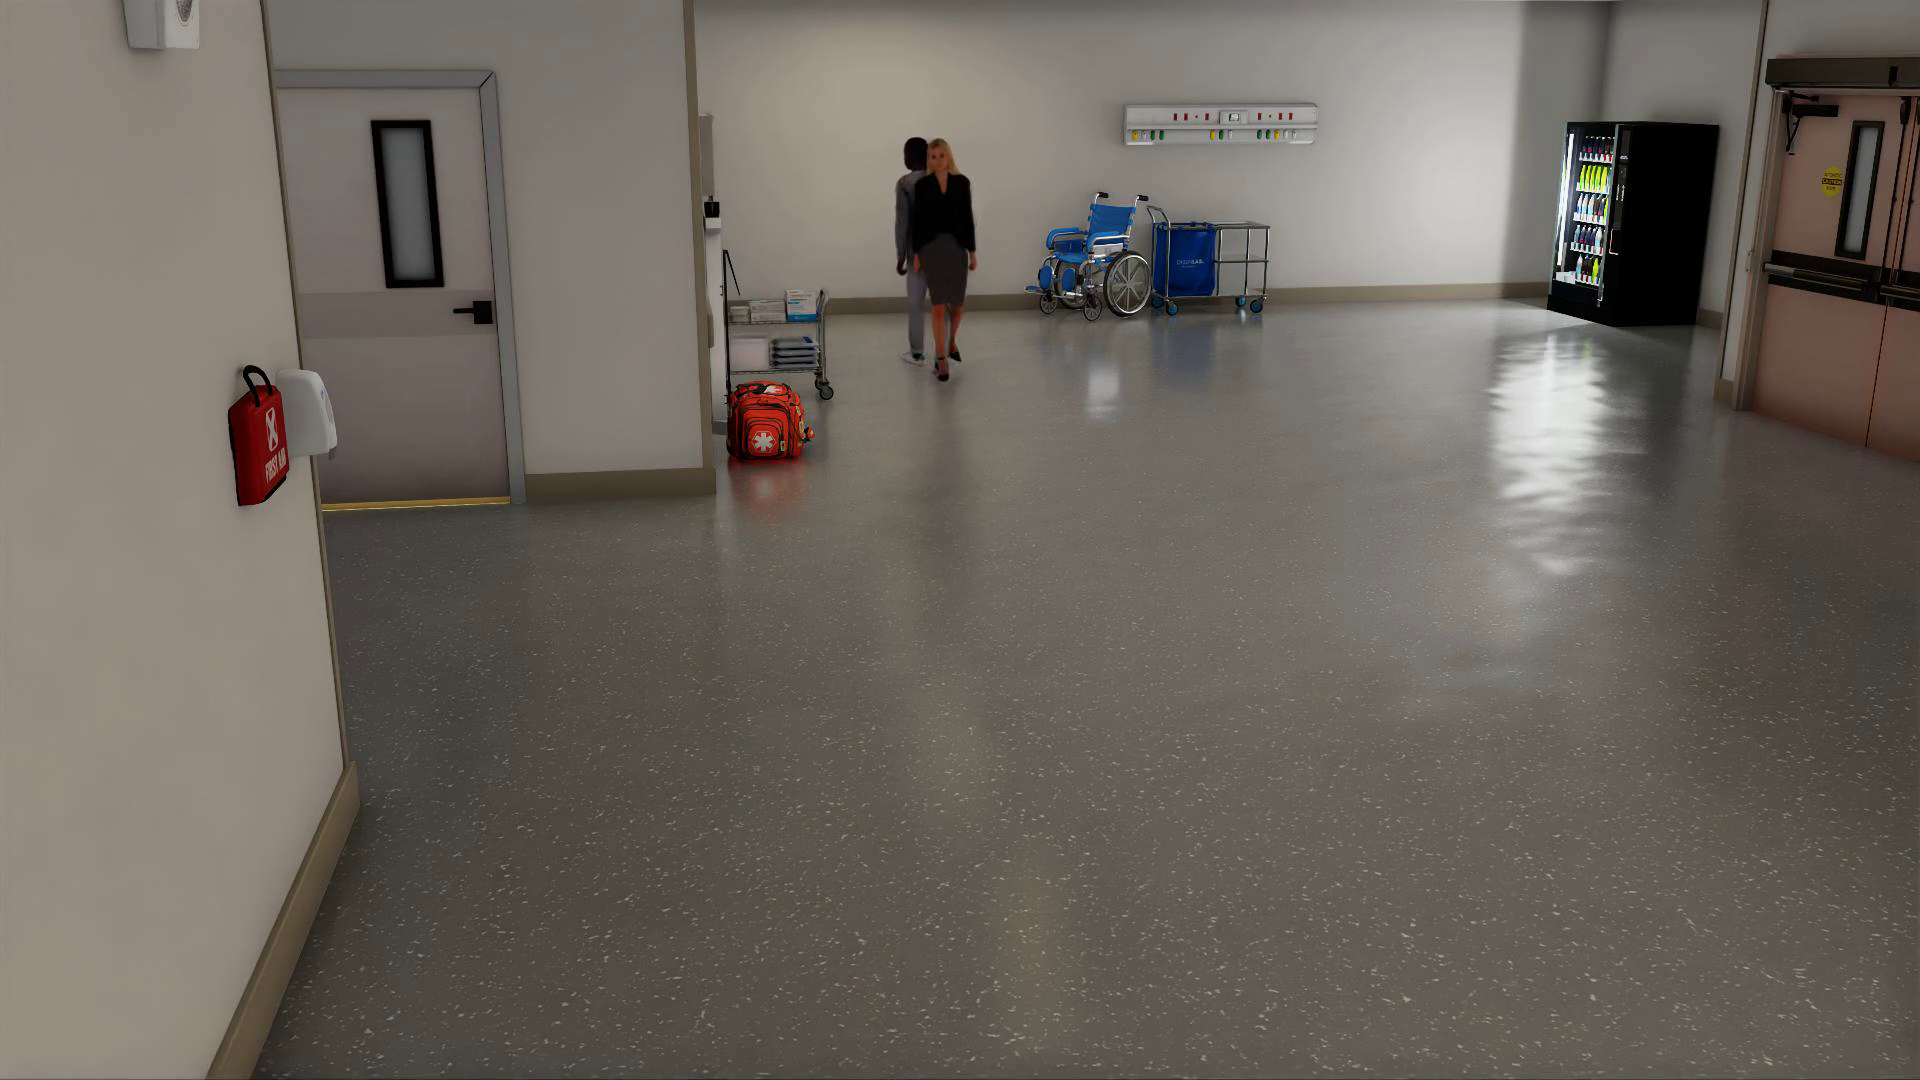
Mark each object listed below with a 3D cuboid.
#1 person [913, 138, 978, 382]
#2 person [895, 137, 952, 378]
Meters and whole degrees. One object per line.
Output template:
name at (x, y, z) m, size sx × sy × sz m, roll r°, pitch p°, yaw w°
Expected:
person at (-0.120, -2.108, 12.622) m, size 0.675 × 1.807 × 0.923 m, roll -2°, pitch 16°, yaw -8°
person at (-0.213, -2.130, 12.721) m, size 0.825 × 1.796 × 1.080 m, roll -6°, pitch 17°, yaw -20°
